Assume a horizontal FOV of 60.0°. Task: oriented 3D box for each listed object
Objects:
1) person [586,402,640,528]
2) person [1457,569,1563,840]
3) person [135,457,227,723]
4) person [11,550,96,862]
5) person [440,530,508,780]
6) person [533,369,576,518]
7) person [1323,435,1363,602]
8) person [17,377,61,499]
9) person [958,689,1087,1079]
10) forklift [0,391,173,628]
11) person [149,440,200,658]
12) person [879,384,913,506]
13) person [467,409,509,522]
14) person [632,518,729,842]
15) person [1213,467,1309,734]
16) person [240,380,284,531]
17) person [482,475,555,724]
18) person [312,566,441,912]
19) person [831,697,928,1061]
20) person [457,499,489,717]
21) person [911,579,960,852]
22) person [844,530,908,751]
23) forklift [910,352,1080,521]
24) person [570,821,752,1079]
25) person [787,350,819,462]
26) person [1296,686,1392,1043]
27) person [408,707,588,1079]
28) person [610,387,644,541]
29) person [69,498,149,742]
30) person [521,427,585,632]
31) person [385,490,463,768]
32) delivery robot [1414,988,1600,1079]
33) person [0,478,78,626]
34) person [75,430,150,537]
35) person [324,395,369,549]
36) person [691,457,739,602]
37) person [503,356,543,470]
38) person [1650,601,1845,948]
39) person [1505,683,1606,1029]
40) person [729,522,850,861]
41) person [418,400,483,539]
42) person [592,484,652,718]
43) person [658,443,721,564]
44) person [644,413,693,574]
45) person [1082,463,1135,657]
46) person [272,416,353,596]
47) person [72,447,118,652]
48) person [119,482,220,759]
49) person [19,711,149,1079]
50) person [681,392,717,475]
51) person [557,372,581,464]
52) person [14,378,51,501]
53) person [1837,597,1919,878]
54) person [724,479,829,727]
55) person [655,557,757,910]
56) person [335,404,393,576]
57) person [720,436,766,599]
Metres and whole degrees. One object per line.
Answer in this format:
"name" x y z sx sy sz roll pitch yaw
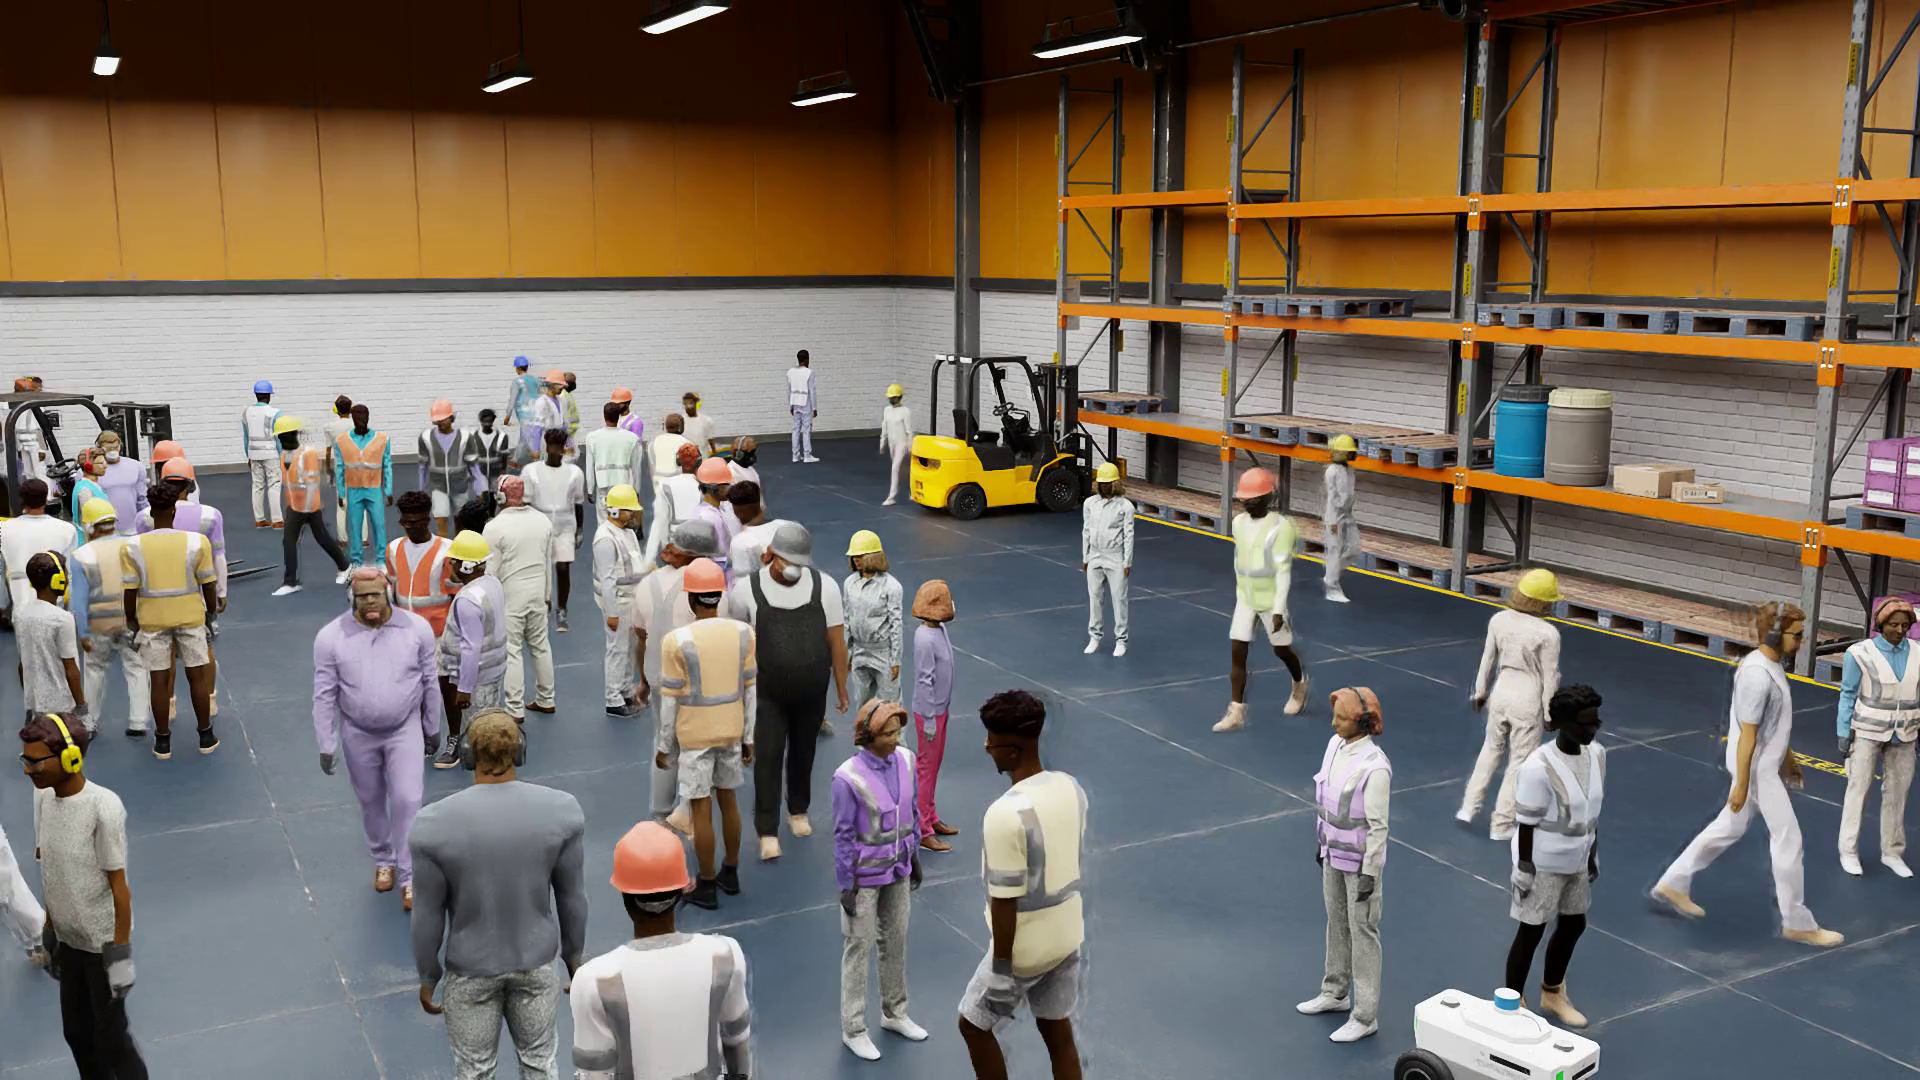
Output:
"person" -3.877 -0.585 18.626 0.595 1.912 0.400 -3 10 -18
"person" 3.352 1.000 10.109 0.357 1.705 0.620 -7 12 -34
"person" -5.938 0.379 12.728 0.615 2.029 0.409 -5 11 -27
"person" -5.276 0.987 9.714 0.517 1.860 0.321 5 11 29
"person" -3.092 0.843 10.597 0.403 1.837 0.590 0 10 -1
"person" -5.351 -1.275 22.302 0.878 2.006 0.619 2 10 10
"person" 3.908 -0.215 16.998 0.488 1.731 0.362 -8 13 -40
"person" -13.448 -1.472 24.076 0.948 1.798 0.559 3 10 19
"person" 0.214 1.517 6.414 0.664 1.936 0.651 7 12 35
"forklift" -9.026 -0.363 16.508 1.214 2.155 2.313 6 11 29
"person" -6.921 0.077 14.738 0.387 1.930 0.544 -1 10 -3
"person" -0.840 -1.382 23.702 0.522 1.724 0.871 9 13 43
"person" -5.953 -0.853 20.960 0.528 1.632 0.900 -3 10 -19
"person" -1.627 0.838 10.037 0.754 2.000 0.559 6 12 32
"person" 2.328 0.426 12.563 1.026 2.006 0.622 -9 13 -41
"person" -8.928 -1.085 21.411 0.604 1.939 0.415 3 10 17
"person" -3.404 0.443 12.745 0.397 1.899 0.638 6 12 32
"person" -3.176 1.083 9.091 0.666 1.869 0.858 -3 10 -18
"person" -0.371 1.496 7.432 0.319 1.631 0.520 8 13 40
"person" -3.779 0.522 12.897 0.326 1.686 0.546 -5 11 -28
"person" -0.152 1.042 10.027 0.272 1.636 0.507 1 10 9
"person" -0.595 0.786 11.233 0.488 1.736 0.366 7 12 36
"forklift" 0.460 -1.461 22.833 2.313 2.155 1.214 -5 11 -28
"person" -0.902 1.779 5.086 0.570 1.878 1.027 -5 11 -25
"person" -2.685 -2.282 28.350 0.596 1.918 0.379 7 12 35
"person" 1.785 1.463 7.605 0.307 1.638 0.512 -3 10 -15
"person" -1.692 1.569 6.166 0.634 1.930 0.384 -4 11 -23
"person" -4.143 -0.937 20.590 0.388 1.929 0.547 -9 14 -43
"person" -6.260 0.577 12.222 0.732 1.798 0.611 8 13 40
"person" -3.893 -0.127 15.891 0.622 1.937 0.754 -3 10 -17
"person" -3.721 0.614 11.589 0.608 1.955 0.385 3 10 16
"delivery robot" 2.240 2.089 6.840 0.477 0.478 0.707 -9 13 -40
"person" -7.040 0.461 12.731 0.587 1.871 1.011 -6 12 -33
"person" -7.938 -0.079 15.659 0.383 1.929 0.635 9 14 43
"person" -7.393 -0.819 20.109 0.509 1.860 0.334 -3 10 -18
"person" -1.842 0.389 12.617 0.373 2.044 0.608 -4 11 -20
"person" -7.124 -2.015 26.891 0.996 1.895 0.607 3 10 18
"person" 4.146 1.188 8.706 0.924 1.808 0.511 4 11 24
"person" 2.706 1.454 7.546 0.537 1.677 0.345 -7 12 -33
"person" -0.991 0.857 9.927 0.686 2.000 0.894 -3 10 -19
"person" -5.669 -0.592 18.516 0.654 1.978 1.097 -3 10 -15
"person" -2.611 0.466 12.822 0.403 1.818 0.606 1 10 4
"person" -2.411 0.062 14.960 0.573 1.883 0.356 0 10 2
"person" -3.240 -0.524 18.614 0.643 1.796 0.969 4 11 22
"person" 1.304 0.172 14.761 0.481 1.734 0.329 5 11 28
"person" -6.913 -0.397 17.637 0.590 1.881 0.964 5 11 27
"person" -7.762 0.086 14.926 0.390 1.846 0.565 -5 11 -26
"person" -5.593 0.569 11.799 0.614 1.963 0.362 -5 11 -25
"person" -3.362 1.562 6.416 0.530 1.854 0.324 6 11 31
"person" -3.380 -0.937 20.895 0.533 1.810 0.983 3 10 19
"person" -5.821 -1.571 24.516 0.435 1.824 0.645 -2 10 -9
"person" -12.540 -1.242 22.462 0.585 1.882 0.337 6 11 31
"person" 5.299 1.127 9.558 0.526 1.631 0.311 0 10 1
"person" -1.346 0.513 12.255 0.674 1.922 0.679 9 13 41
"person" -1.394 1.052 9.124 0.547 1.937 0.403 -7 12 -36
"person" -6.599 -0.559 18.437 0.594 1.917 0.381 -2 10 -13
"person" -2.076 -0.086 15.971 0.429 1.830 0.639 2 10 10
